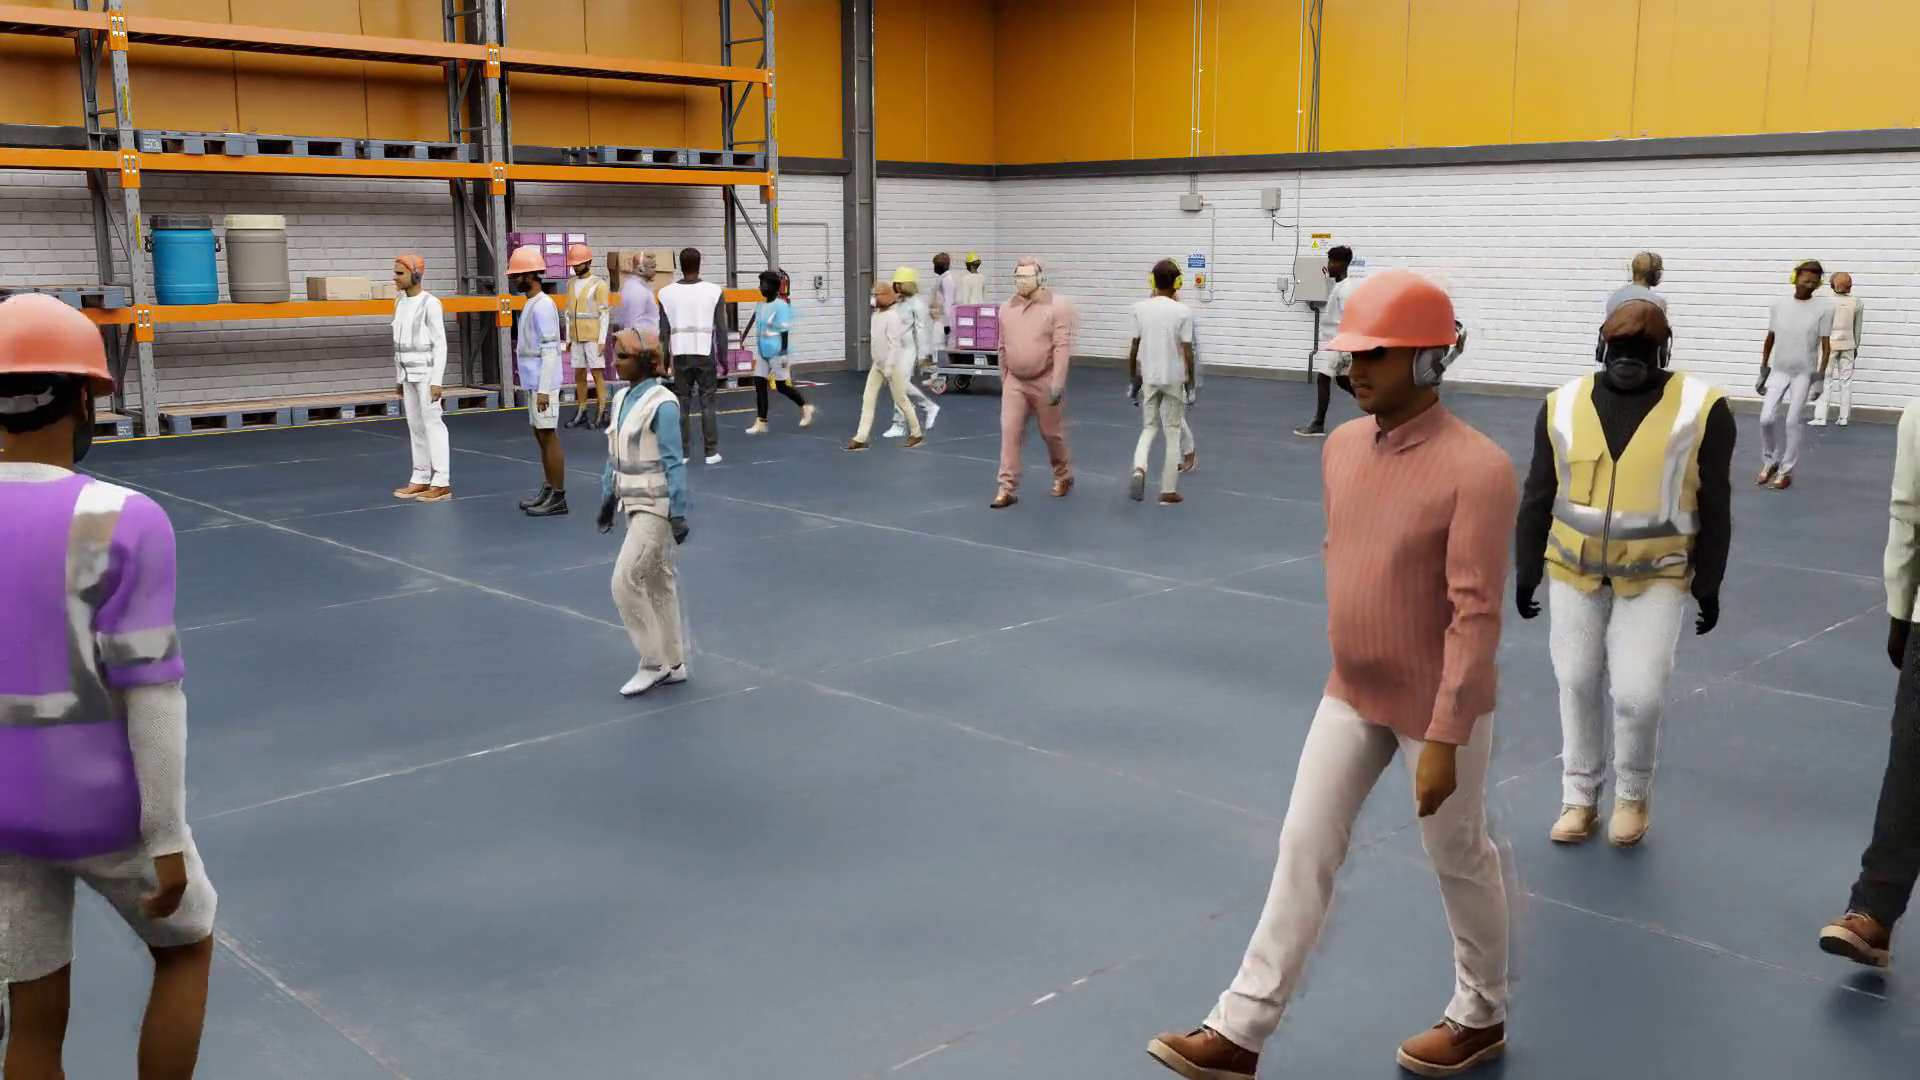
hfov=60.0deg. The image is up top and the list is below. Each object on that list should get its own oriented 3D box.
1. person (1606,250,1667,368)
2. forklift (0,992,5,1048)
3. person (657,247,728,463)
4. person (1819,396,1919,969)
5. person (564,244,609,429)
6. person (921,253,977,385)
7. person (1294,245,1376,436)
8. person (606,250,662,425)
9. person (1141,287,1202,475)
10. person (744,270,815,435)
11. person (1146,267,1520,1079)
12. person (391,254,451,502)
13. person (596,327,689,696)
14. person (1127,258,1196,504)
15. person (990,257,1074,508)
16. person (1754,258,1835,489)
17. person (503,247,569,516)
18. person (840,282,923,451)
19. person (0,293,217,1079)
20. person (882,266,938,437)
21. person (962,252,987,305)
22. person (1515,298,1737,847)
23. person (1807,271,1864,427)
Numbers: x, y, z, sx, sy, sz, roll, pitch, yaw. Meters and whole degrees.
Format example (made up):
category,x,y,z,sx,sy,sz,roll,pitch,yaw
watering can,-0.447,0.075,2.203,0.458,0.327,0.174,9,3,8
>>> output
category,x,y,z,sx,sy,sz,roll,pitch,yaw
person,5.127,-1.264,12.785,0.768,1.916,0.636,-3,11,-15
forklift,-3.245,0.323,3.363,2.313,2.155,1.214,2,11,13
person,-2.366,-1.626,14.751,0.599,1.918,0.392,0,10,1
person,2.767,0.236,4.509,1.040,1.935,0.630,-9,14,-41
person,-3.927,-2.120,17.413,0.542,1.929,0.368,6,12,28
person,-0.117,-2.970,22.449,0.757,1.804,0.655,0,10,2
person,3.885,-1.990,16.723,0.894,1.929,0.603,2,11,11
person,-3.038,-1.794,15.751,0.511,1.883,0.661,-3,11,-14
person,1.764,-1.344,14.026,0.533,1.606,0.363,8,13,38
person,-1.856,-1.916,16.998,0.724,1.671,0.540,-9,14,-40
person,0.939,0.364,3.811,1.005,1.939,0.649,-5,12,-28
person,-4.129,-1.234,12.706,0.576,1.881,0.354,9,14,42
person,-1.432,-0.120,7.326,0.502,1.619,0.531,-6,12,-31
person,1.491,-1.165,12.396,0.546,1.855,0.564,5,12,27
person,0.567,-1.207,12.609,0.640,1.869,0.934,5,12,25
person,6.605,-1.305,13.222,0.560,1.839,0.425,10,14,42
person,-3.067,-1.136,12.028,0.374,1.933,0.550,-4,11,-21
person,-0.707,-1.642,15.733,0.841,1.589,0.512,-6,12,-31
person,-1.703,0.496,3.193,0.545,1.908,0.475,0,10,0
person,-0.507,-1.923,16.912,0.739,1.715,0.487,-8,13,-36
person,0.194,-3.412,24.900,0.314,1.768,0.526,9,14,40
person,2.139,0.128,5.442,0.660,1.822,0.456,7,13,35
person,9.270,-2.011,17.604,0.511,1.641,0.308,0,10,-1
